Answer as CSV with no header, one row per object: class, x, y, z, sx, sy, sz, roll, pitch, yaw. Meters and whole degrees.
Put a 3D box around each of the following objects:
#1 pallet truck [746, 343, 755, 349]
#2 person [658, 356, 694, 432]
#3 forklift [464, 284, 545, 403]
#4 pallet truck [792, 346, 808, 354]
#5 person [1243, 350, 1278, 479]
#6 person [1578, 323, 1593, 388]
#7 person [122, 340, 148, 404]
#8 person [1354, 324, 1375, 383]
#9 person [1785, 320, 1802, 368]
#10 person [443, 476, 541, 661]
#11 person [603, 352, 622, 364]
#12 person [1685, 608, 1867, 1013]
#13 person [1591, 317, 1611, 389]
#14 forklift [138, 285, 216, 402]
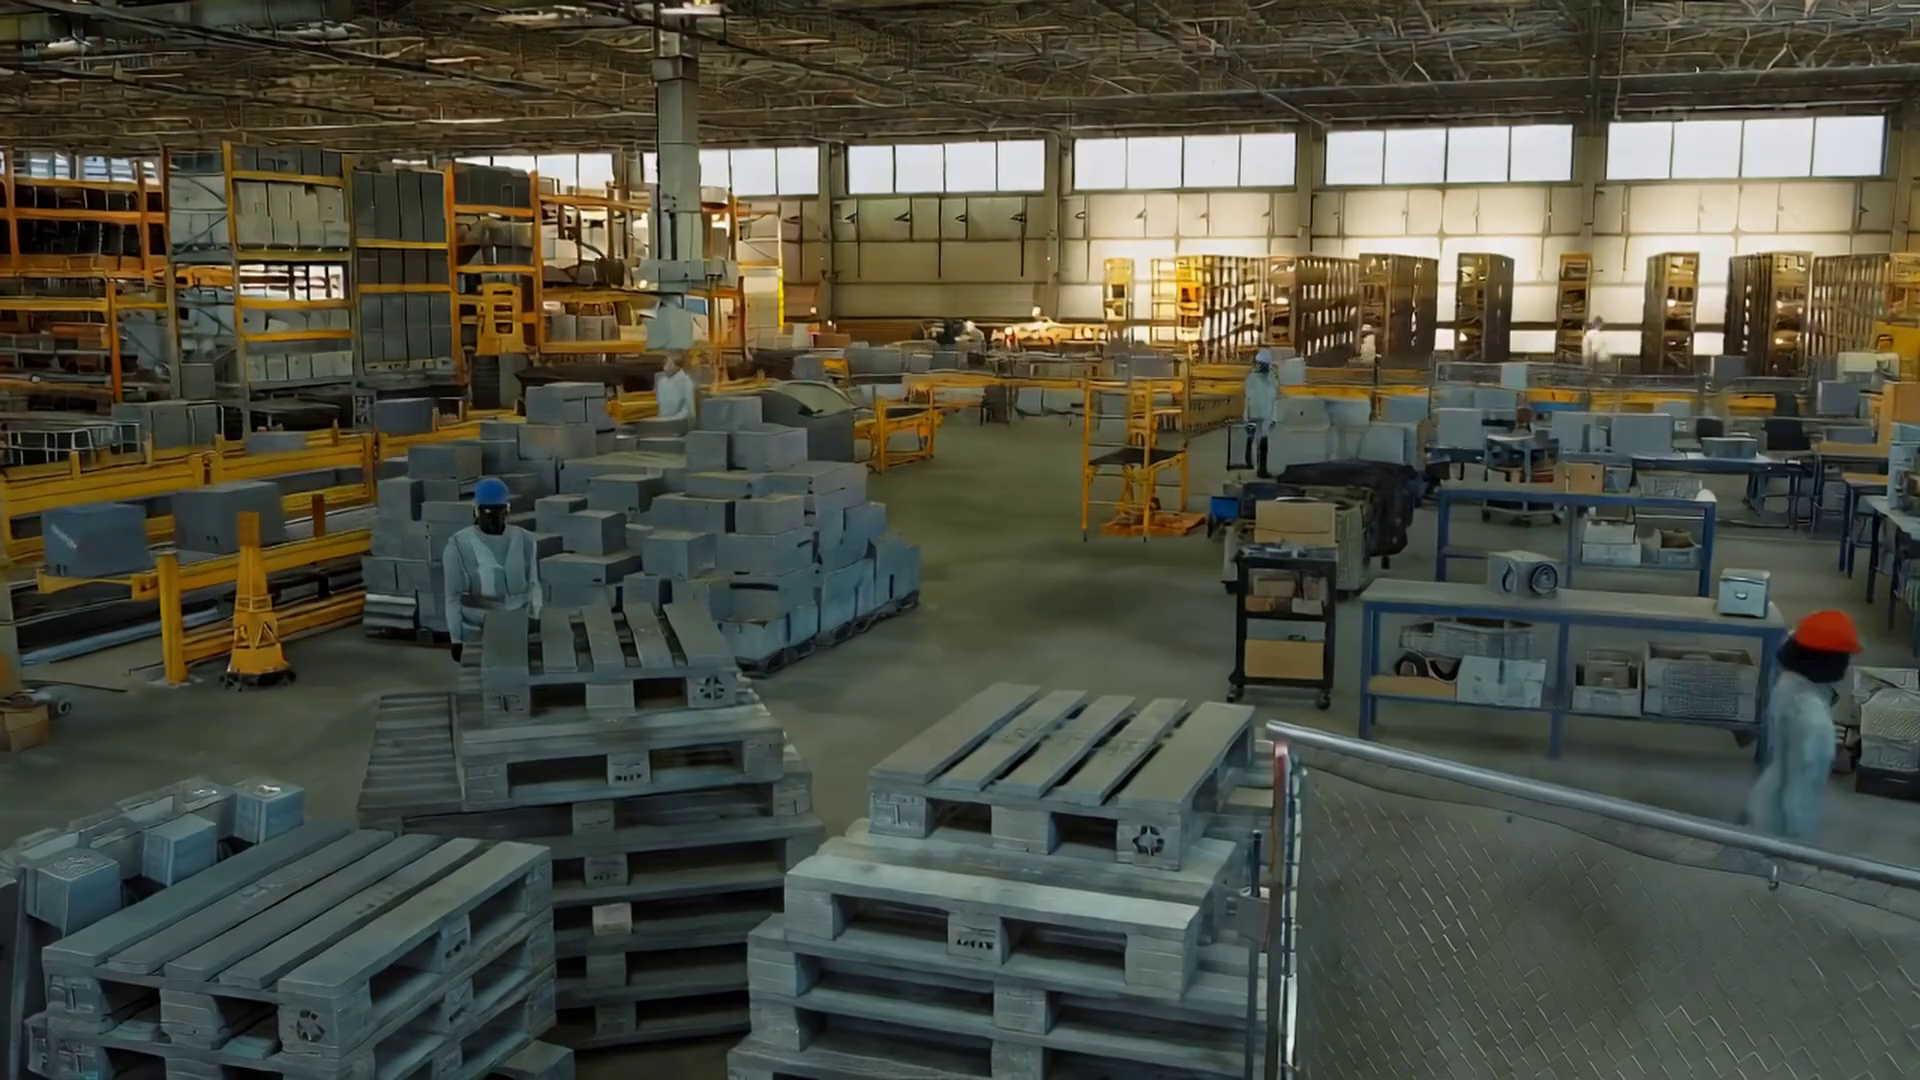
pallet truck,-6.183,-4.618,44.264,1.601,1.201,0.680,-9,12,-43
person,-4.223,-1.756,24.330,0.672,1.853,1.005,5,10,28
forklift,-10.832,-4.702,39.610,1.129,2.768,1.873,3,10,20
pallet truck,-3.705,-4.298,42.022,0.653,1.274,1.630,3,10,20
person,4.477,-1.865,24.760,0.548,1.934,0.376,-3,9,-15
person,15.617,-4.506,41.656,0.451,1.828,0.608,3,10,18
person,-14.097,-2.430,28.328,0.542,1.928,0.376,-9,13,-44
person,10.446,-4.635,42.640,0.942,1.790,0.590,0,9,-1
person,23.366,-5.349,46.577,0.667,1.949,0.563,-6,11,-32
person,-2.797,0.529,10.036,0.590,1.837,0.404,-7,11,-36
person,-9.325,-5.006,44.608,0.678,1.889,0.464,6,11,34
person,3.320,1.107,6.740,0.522,1.724,0.506,3,9,16
person,15.730,-4.474,40.981,0.824,1.987,0.655,3,10,18
forklift,-17.480,-4.200,36.461,1.873,2.768,1.129,3,10,19
